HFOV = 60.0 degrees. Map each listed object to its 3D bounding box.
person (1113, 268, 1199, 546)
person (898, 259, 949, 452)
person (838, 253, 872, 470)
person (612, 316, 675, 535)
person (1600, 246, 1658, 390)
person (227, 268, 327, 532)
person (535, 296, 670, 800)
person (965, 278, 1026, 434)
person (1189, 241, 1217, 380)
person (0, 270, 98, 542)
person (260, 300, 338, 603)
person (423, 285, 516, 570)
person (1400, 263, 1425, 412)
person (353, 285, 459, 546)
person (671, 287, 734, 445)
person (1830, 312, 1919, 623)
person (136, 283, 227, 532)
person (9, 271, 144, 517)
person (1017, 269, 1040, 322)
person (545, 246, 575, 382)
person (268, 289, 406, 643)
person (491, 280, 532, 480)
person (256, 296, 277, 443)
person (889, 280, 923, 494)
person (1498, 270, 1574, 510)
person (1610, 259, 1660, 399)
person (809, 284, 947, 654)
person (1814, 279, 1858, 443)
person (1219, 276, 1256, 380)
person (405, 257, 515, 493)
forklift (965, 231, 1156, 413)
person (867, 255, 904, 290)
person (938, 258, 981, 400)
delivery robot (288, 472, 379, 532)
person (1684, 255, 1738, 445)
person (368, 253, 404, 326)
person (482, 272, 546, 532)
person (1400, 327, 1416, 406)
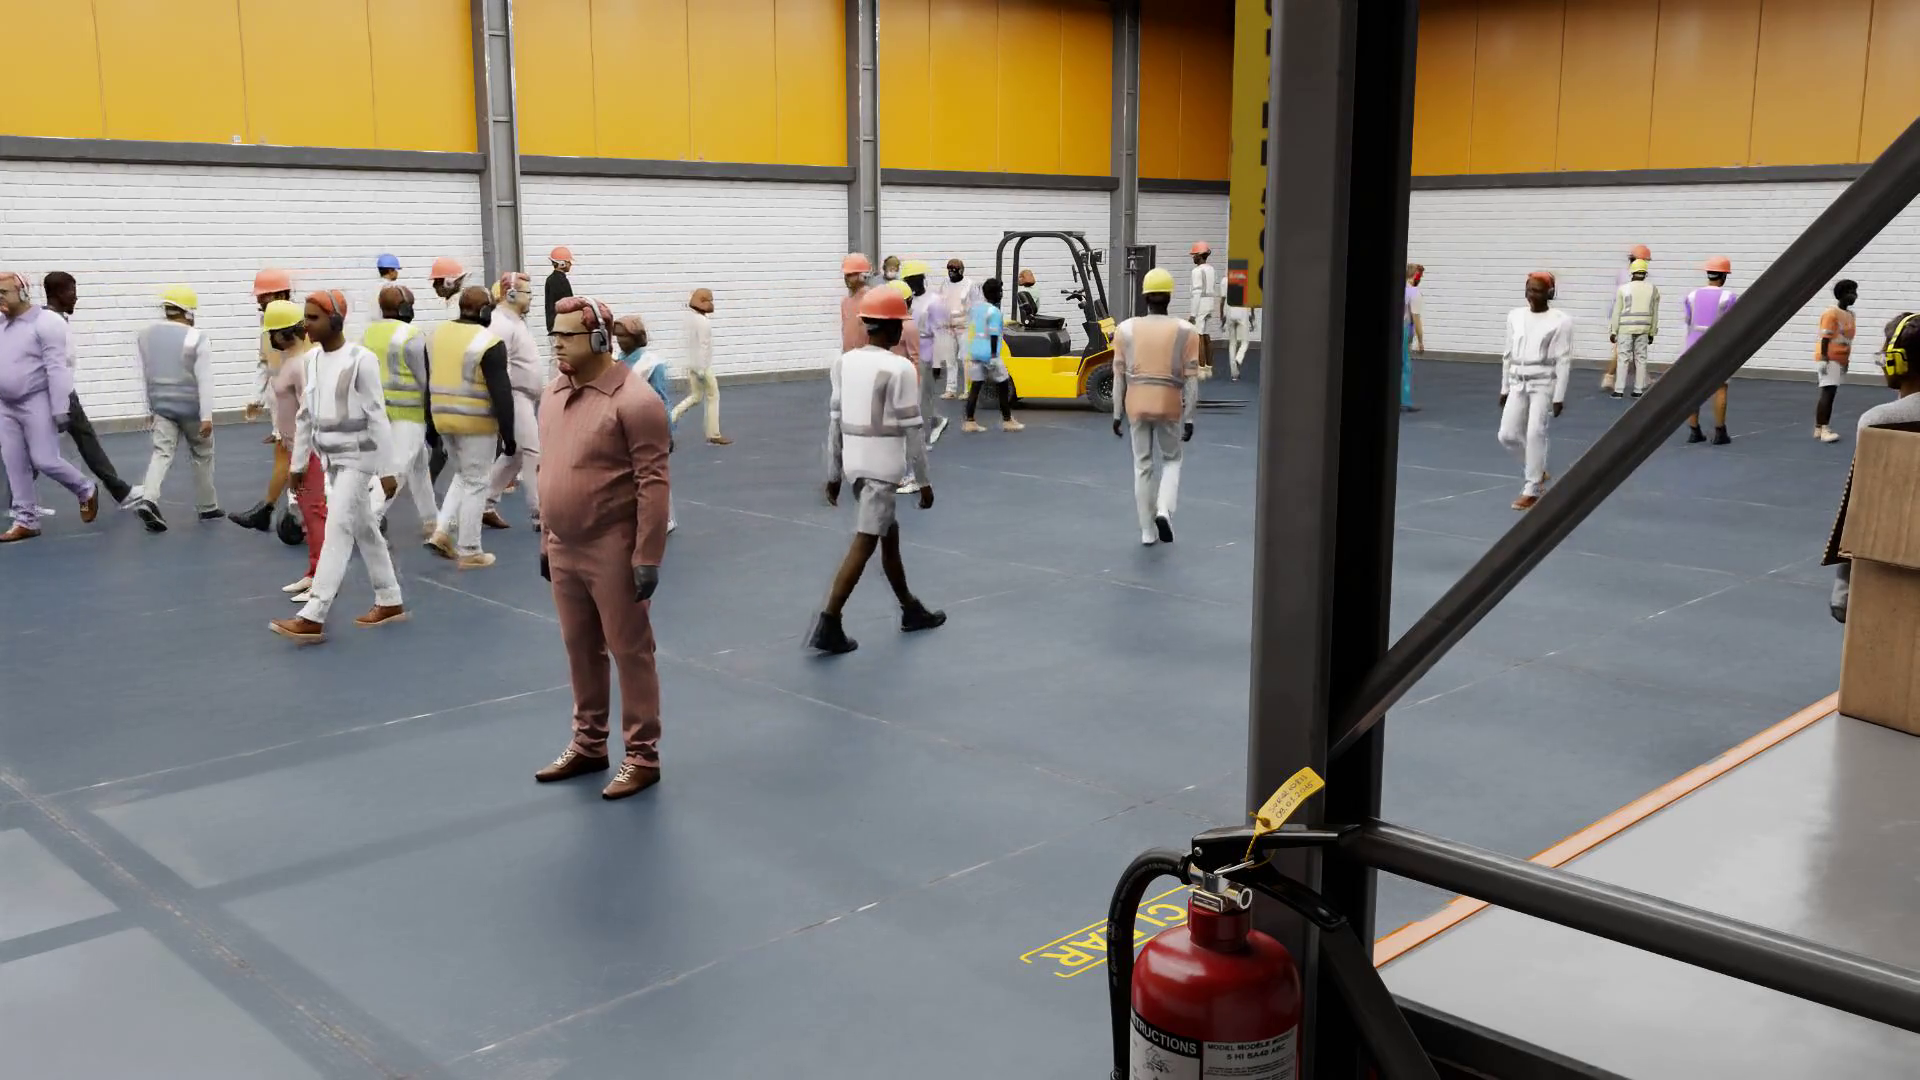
[{"bbox_3d":[1.325,-0.892,11.360,0.590,1.912,0.471,2,11,11],"label":"person"},{"bbox_3d":[-0.356,-1.802,16.341,0.517,1.901,0.606,-7,13,-35],"label":"person"},{"bbox_3d":[-0.846,-1.624,15.177,0.716,1.979,0.626,-9,14,-40],"label":"person"},{"bbox_3d":[-2.208,-0.742,11.418,0.500,1.594,0.834,7,12,33],"label":"person"},{"bbox_3d":[9.306,-3.050,22.939,1.070,1.986,0.633,-4,11,-18],"label":"person"},{"bbox_3d":[-4.939,-1.009,12.052,0.950,1.884,0.540,-10,14,-43],"label":"person"},{"bbox_3d":[-1.396,0.031,6.341,0.645,1.907,0.400,8,13,37],"label":"person"},{"bbox_3d":[0.383,-1.977,17.918,0.763,1.662,0.550,-6,12,-29],"label":"person"},{"bbox_3d":[3.549,-3.392,24.638,0.391,2.040,0.615,7,12,33],"label":"person"},{"bbox_3d":[-6.536,-0.953,11.747,0.657,1.889,0.687,3,11,17],"label":"person"},{"bbox_3d":[-3.867,-0.517,9.732,0.327,1.761,0.522,-5,12,-27],"label":"person"},{"bbox_3d":[-3.127,-0.708,10.621,0.652,1.818,0.437,6,12,29],"label":"person"},{"bbox_3d":[5.319,-2.385,19.795,0.782,1.796,0.594,-3,11,-14],"label":"person"},{"bbox_3d":[-3.898,-0.863,11.524,0.624,1.803,0.947,8,13,39],"label":"person"},{"bbox_3d":[-2.694,-1.757,16.885,0.685,1.612,0.498,-5,12,-26],"label":"person"},{"bbox_3d":[3.389,0.117,6.005,0.513,1.862,0.327,-3,11,-14],"label":"person"},{"bbox_3d":[-5.719,-0.962,12.095,0.597,1.801,0.871,1,10,6],"label":"person"},{"bbox_3d":[-6.821,-1.113,12.719,1.023,1.851,0.608,-7,13,-35],"label":"person"},{"bbox_3d":[0.977,-3.144,24.399,0.279,1.633,0.505,9,14,41],"label":"person"},{"bbox_3d":[-4.925,-2.626,20.585,0.392,1.995,0.612,-7,12,-33],"label":"person"},{"bbox_3d":[-3.353,-0.388,8.800,0.601,1.838,0.939,8,13,38],"label":"person"},{"bbox_3d":[-3.952,-1.390,14.539,0.484,1.744,0.295,5,11,24],"label":"person"},{"bbox_3d":[-6.989,-1.795,17.099,0.429,1.621,0.505,-9,14,-41],"label":"person"},{"bbox_3d":[-0.479,-1.265,13.801,0.329,1.764,0.524,-3,11,-18],"label":"person"},{"bbox_3d":[4.487,-1.164,12.980,0.461,1.860,0.598,-7,13,-35],"label":"person"},{"bbox_3d":[8.787,-2.740,21.691,0.596,1.827,0.403,0,10,-1],"label":"person"},{"bbox_3d":[-0.443,-0.374,8.629,1.005,1.886,0.563,-10,14,-43],"label":"person"},{"bbox_3d":[9.060,-1.845,17.196,0.573,1.676,0.437,-8,13,-37],"label":"person"},{"bbox_3d":[4.058,-3.253,24.385,0.543,1.852,0.621,4,11,20],"label":"person"},{"bbox_3d":[-4.164,-1.327,13.633,0.984,1.939,0.624,-4,11,-19],"label":"person"},{"bbox_3d":[1.222,-2.721,20.561,2.313,2.155,1.214,2,11,13],"label":"forklift"},{"bbox_3d":[-0.897,-2.767,21.691,0.668,1.887,0.800,5,11,25],"label":"person"},{"bbox_3d":[-0.038,-2.728,21.603,0.619,1.836,0.431,6,12,29],"label":"person"},{"bbox_3d":[-4.356,-0.310,11.632,0.477,0.478,0.707,3,11,15],"label":"delivery robot"},{"bbox_3d":[7.689,-1.941,17.044,0.417,1.932,0.560,-9,14,-41],"label":"person"},{"bbox_3d":[-6.385,-2.261,18.771,0.672,1.922,0.634,-10,14,-43],"label":"person"},{"bbox_3d":[-3.196,-0.977,11.954,0.794,1.875,0.662,-1,10,-5],"label":"person"},{"bbox_3d":[5.380,-2.557,20.403,0.410,1.938,0.697,8,13,37],"label":"person"}]
